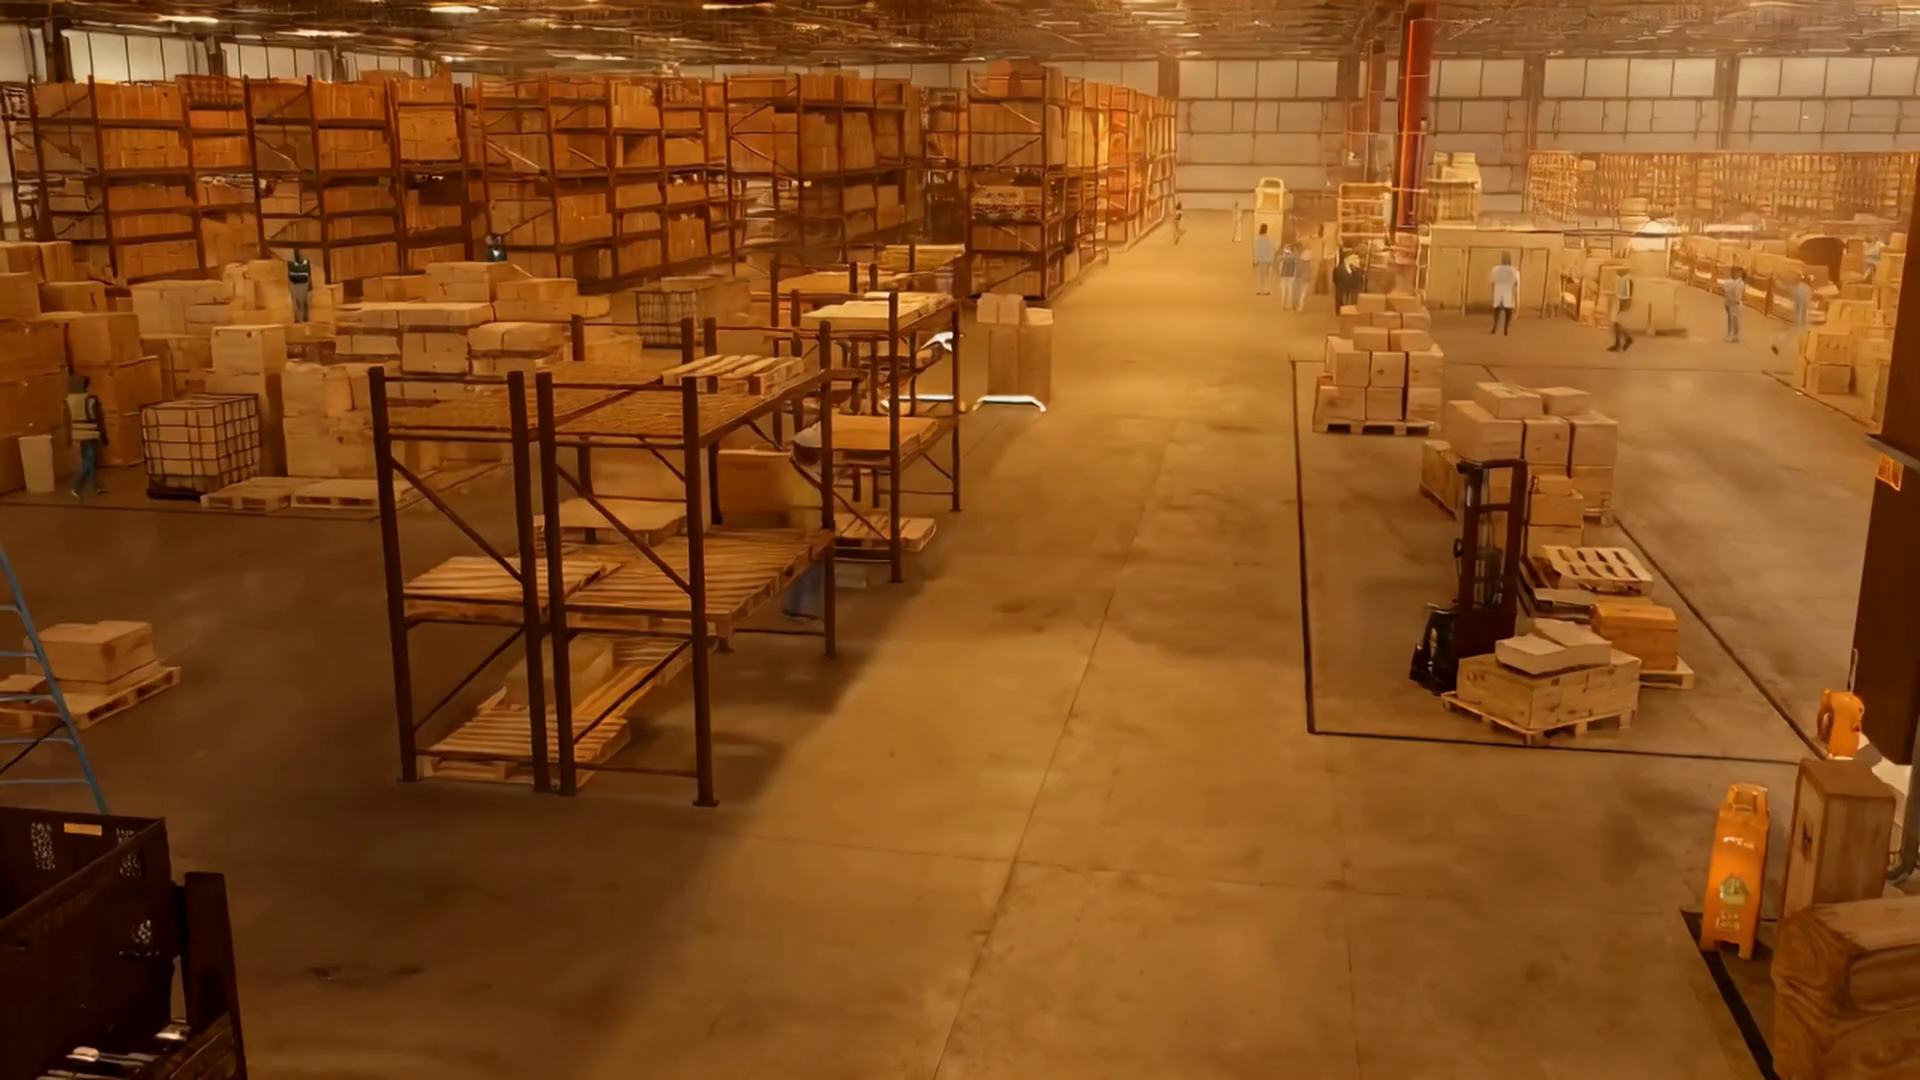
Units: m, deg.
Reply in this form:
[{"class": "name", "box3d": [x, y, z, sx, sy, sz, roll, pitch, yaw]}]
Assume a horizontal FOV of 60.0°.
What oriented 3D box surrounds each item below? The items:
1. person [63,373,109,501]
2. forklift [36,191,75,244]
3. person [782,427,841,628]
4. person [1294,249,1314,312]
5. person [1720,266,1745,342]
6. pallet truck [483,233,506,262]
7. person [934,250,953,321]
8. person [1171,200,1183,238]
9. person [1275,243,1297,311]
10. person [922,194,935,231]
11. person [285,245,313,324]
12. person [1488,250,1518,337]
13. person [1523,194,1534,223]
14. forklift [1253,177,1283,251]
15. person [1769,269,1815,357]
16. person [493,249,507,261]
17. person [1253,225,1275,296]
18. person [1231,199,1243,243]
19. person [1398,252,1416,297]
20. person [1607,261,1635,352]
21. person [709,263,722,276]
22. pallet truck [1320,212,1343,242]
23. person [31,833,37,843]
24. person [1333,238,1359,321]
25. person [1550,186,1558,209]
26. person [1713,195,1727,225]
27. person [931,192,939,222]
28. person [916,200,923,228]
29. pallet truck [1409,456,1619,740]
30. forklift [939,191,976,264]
[{"class": "person", "box3d": [-11.105, -1.302, 21.078, 0.518, 1.617, 0.664, 3, 14, 13]}, {"class": "forklift", "box3d": [-27.258, -9.140, 50.313, 1.129, 2.768, 1.873, 3, 14, 10]}, {"class": "person", "box3d": [-1.356, -0.122, 15.708, 0.791, 1.896, 0.594, 5, 15, 19]}, {"class": "person", "box3d": [8.894, -6.715, 43.044, 0.571, 1.619, 0.397, -4, 14, -15]}, {"class": "person", "box3d": [17.166, -5.232, 36.902, 0.320, 1.693, 0.537, -1, 14, -3]}, {"class": "pallet truck", "box3d": [-11.832, -7.026, 43.548, 1.885, 1.965, 0.823, 8, 16, 28]}, {"class": "person", "box3d": [-0.305, -6.305, 40.878, 0.622, 1.867, 0.486, -5, 15, -19]}, {"class": "person", "box3d": [9.489, -14.054, 72.776, 0.557, 1.649, 0.862, 0, 14, -2]}, {"class": "person", "box3d": [8.529, -6.897, 43.560, 0.541, 1.727, 0.845, 1, 14, 4]}, {"class": "person", "box3d": [-1.430, -14.819, 75.523, 0.591, 1.834, 0.404, -3, 14, -13]}, {"class": "person", "box3d": [-16.022, -6.190, 40.341, 0.592, 1.910, 0.385, -12, 18, -41]}, {"class": "person", "box3d": [12.383, -5.626, 37.928, 0.614, 1.963, 0.362, 10, 17, 36]}, {"class": "person", "box3d": [24.507, -13.939, 71.723, 0.605, 1.944, 0.402, -8, 16, -31]}, {"class": "forklift", "box3d": [12.083, -12.747, 64.956, 1.129, 2.768, 1.873, 3, 14, 10]}, {"class": "person", "box3d": [17.254, -4.655, 34.255, 0.860, 1.847, 0.528, 9, 16, 31]}, {"class": "person", "box3d": [-14.087, -8.719, 50.826, 0.645, 1.791, 0.953, 3, 14, 11]}, {"class": "person", "box3d": [8.645, -7.956, 47.334, 0.623, 1.988, 0.392, -3, 14, -11]}, {"class": "person", "box3d": [11.594, -13.371, 69.680, 0.404, 1.826, 0.591, -10, 17, -36]}, {"class": "person", "box3d": [10.919, -6.195, 40.744, 0.540, 1.724, 0.898, -13, 19, -42]}, {"class": "person", "box3d": [14.020, -4.913, 35.124, 0.499, 1.918, 0.560, 11, 17, 37]}, {"class": "person", "box3d": [-5.700, -5.611, 38.571, 0.547, 1.618, 0.528, 9, 17, 33]}, {"class": "pallet truck", "box3d": [15.874, -13.227, 70.310, 0.680, 1.201, 1.601, 10, 17, 35]}, {"class": "person", "box3d": [-6.470, 1.180, 10.466, 0.894, 1.898, 0.548, -9, 16, -32]}, {"class": "person", "box3d": [9.547, -6.400, 40.915, 0.535, 2.000, 0.684, -11, 17, -37]}, {"class": "person", "box3d": [31.453, -17.925, 88.101, 0.389, 1.850, 0.567, -2, 14, -10]}, {"class": "person", "box3d": [34.167, -14.599, 74.774, 0.584, 1.779, 0.974, -2, 14, -8]}, {"class": "person", "box3d": [-1.365, -17.284, 85.745, 0.540, 1.726, 0.558, 1, 14, 3]}, {"class": "person", "box3d": [-1.964, -16.162, 80.639, 0.376, 1.997, 0.612, 10, 17, 36]}, {"class": "pallet truck", "box3d": [4.504, 0.400, 13.395, 0.823, 1.965, 1.885, -6, 15, -23]}, {"class": "forklift", "box3d": [-0.152, -9.119, 50.228, 1.129, 2.768, 1.873, 3, 14, 10]}]
